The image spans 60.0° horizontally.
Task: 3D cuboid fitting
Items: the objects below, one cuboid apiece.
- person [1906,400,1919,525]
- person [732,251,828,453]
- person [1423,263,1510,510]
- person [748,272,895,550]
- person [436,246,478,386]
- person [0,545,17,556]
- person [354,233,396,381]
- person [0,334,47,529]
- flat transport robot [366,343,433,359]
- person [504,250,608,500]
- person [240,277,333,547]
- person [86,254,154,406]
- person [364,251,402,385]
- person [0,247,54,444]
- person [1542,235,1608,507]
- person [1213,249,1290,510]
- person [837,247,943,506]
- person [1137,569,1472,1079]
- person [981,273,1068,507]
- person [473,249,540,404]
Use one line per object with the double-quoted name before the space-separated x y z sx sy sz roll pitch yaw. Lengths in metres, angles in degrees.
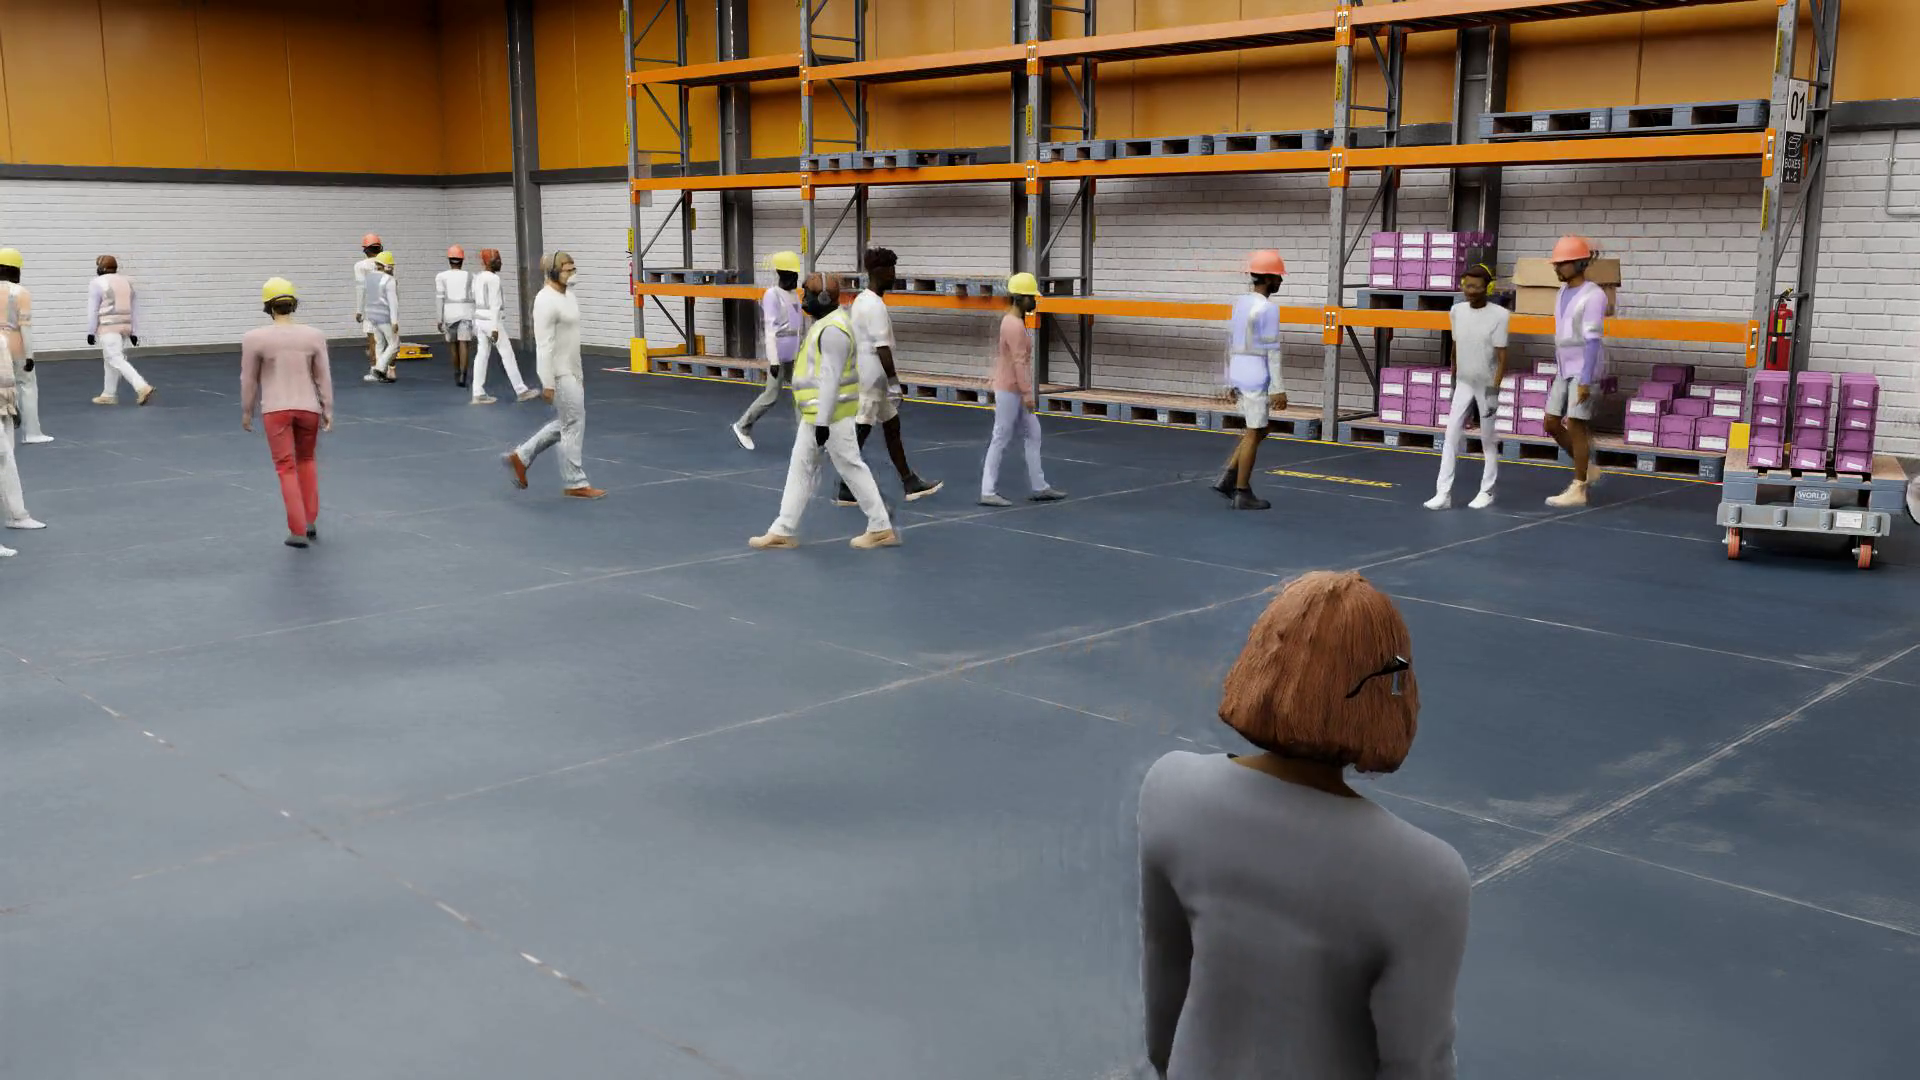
"person" 6.693 -0.935 11.113 0.693 1.871 0.868 -4 11 -20
"person" -1.704 -1.747 15.509 0.928 1.890 0.592 5 11 24
"person" 3.732 -1.100 12.142 0.513 1.817 0.846 10 14 43
"person" -0.857 -0.815 10.675 0.945 1.797 0.639 -3 11 -14
"person" -6.752 -3.010 22.421 0.566 1.887 0.952 -3 11 -14
"person" -6.430 -0.817 10.404 0.805 1.901 0.597 2 11 10
"person" -8.142 -3.233 23.166 0.376 2.042 0.615 8 13 39
"person" -6.721 -0.870 11.445 0.706 1.613 0.527 0 10 1
"flat transport robot" -9.245 -3.120 27.389 0.652 0.197 1.431 -7 13 -35
"person" -3.120 -1.253 12.723 0.760 1.915 0.634 0 10 2
"person" -4.425 -0.839 10.920 0.536 1.746 0.656 -8 13 -39
"person" -10.038 -2.500 19.832 0.900 1.810 0.616 2 11 11
"person" -7.789 -2.993 22.490 0.630 1.812 0.474 7 13 34
"person" -9.159 -1.842 15.947 0.588 1.908 0.753 2 11 12
"person" 4.564 -1.246 12.395 0.490 2.020 0.648 -2 11 -9
"person" 2.188 -1.166 12.241 0.434 1.924 0.555 -2 11 -11
"person" -0.518 -1.210 12.437 0.917 1.925 0.637 -2 11 -9
"person" 0.396 0.832 2.209 0.507 1.607 0.776 9 13 39
"person" 0.507 -1.104 12.365 0.773 1.733 0.557 0 10 1
"person" -5.551 -2.584 20.144 0.905 1.847 0.614 -9 13 -39
